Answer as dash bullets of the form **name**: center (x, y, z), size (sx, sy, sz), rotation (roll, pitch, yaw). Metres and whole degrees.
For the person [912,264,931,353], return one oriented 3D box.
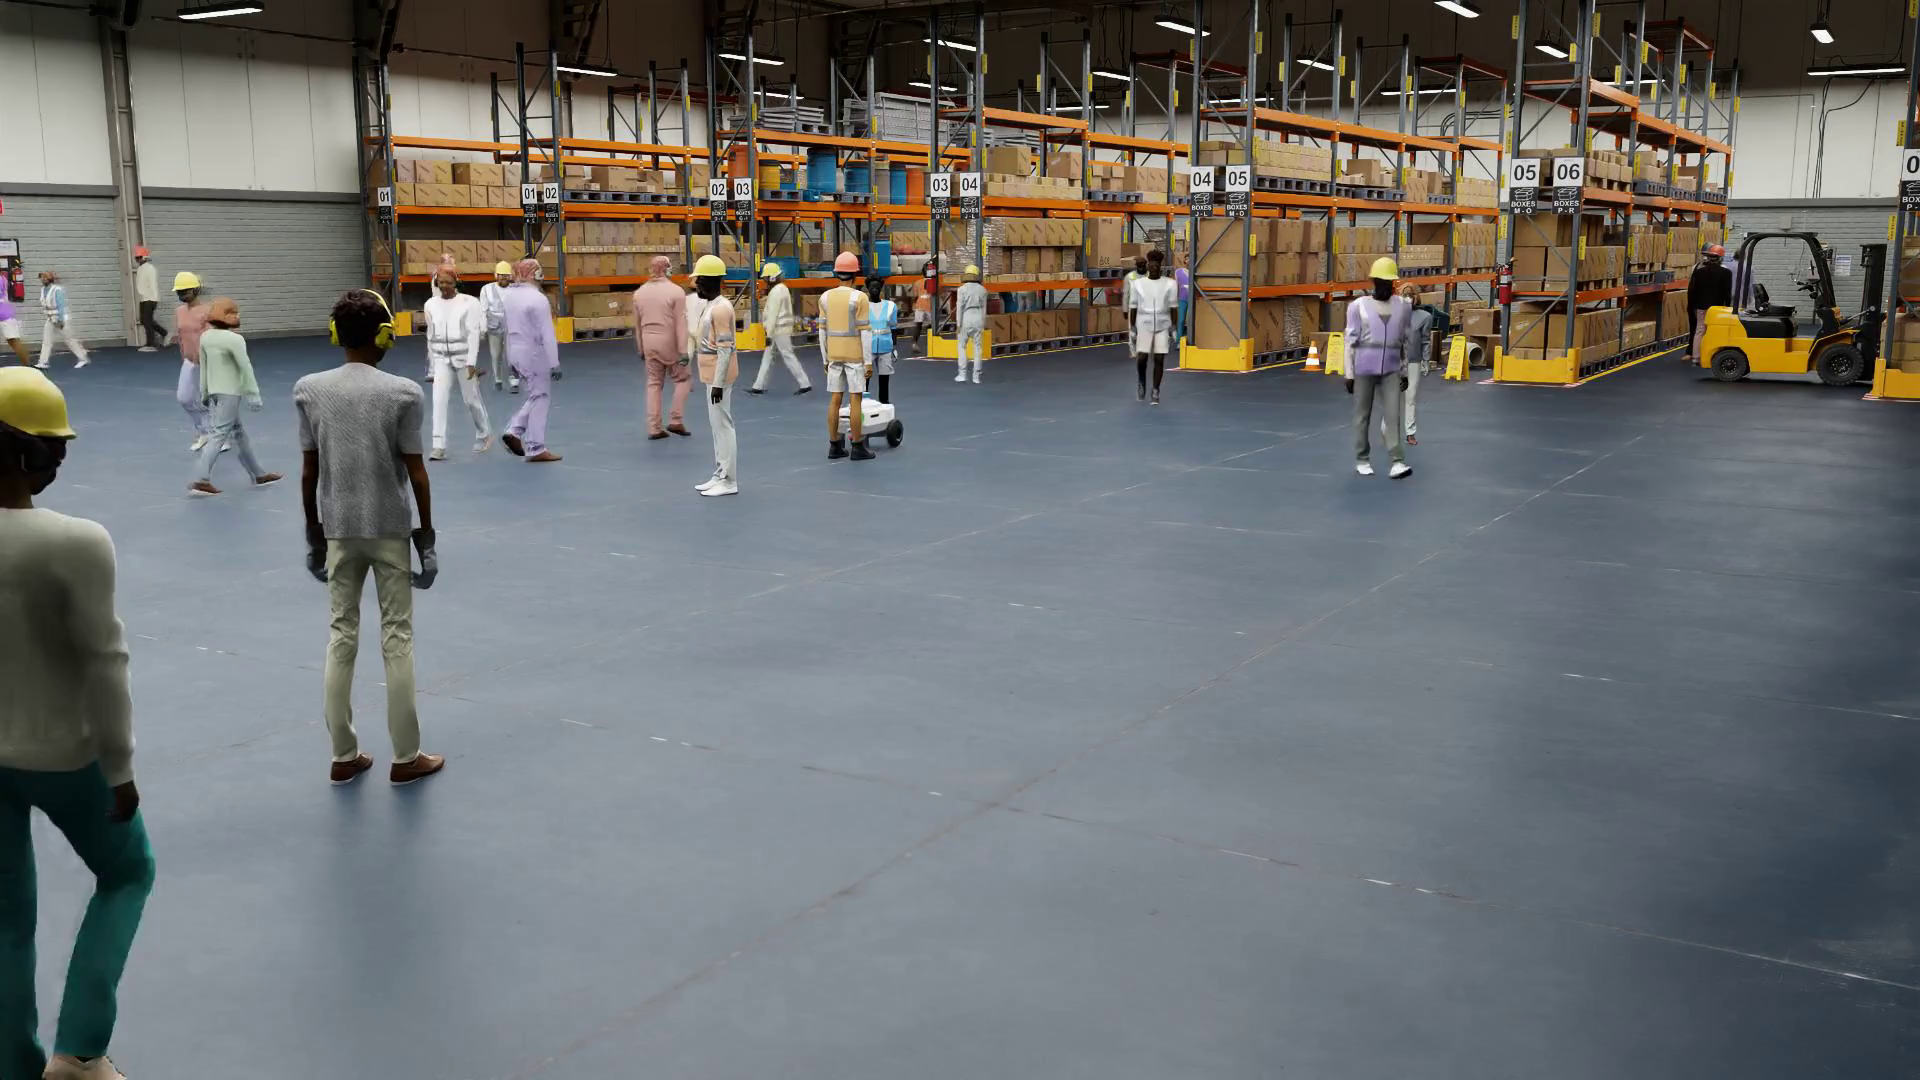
- **person**: center (-0.649, -4.286, 30.800), size (0.540, 1.650, 0.904), rotation (5, 11, 24)

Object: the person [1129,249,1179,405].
- **person**: center (2.430, -2.661, 20.843), size (0.615, 1.946, 0.411), rotation (1, 10, 4)

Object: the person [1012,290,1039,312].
- **person**: center (1.411, -5.234, 35.339), size (0.632, 1.920, 0.447), rotation (5, 11, 24)

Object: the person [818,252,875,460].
- **person**: center (-1.046, -1.713, 15.568), size (0.552, 1.938, 0.356), rotation (6, 12, 29)

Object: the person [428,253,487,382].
- **person**: center (-7.415, -3.250, 24.384), size (0.946, 1.862, 0.670), rotation (-4, 11, -23)

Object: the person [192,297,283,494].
- **person**: center (-5.954, -1.179, 13.563), size (0.521, 1.583, 0.875), rotation (7, 12, 33)

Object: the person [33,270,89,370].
- **person**: center (-14.511, -3.531, 26.730), size (0.549, 1.591, 0.879), rotation (5, 11, 24)

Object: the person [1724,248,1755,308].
- **person**: center (16.247, -5.140, 34.829), size (0.641, 1.926, 0.561), rotation (5, 11, 26)

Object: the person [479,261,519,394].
- **person**: center (-6.228, -2.895, 22.640), size (0.599, 1.790, 0.937), rotation (-3, 11, -17)

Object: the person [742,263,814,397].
- **person**: center (-2.379, -2.760, 21.916), size (0.968, 1.773, 0.598), rotation (0, 10, 0)

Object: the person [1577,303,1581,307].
- **person**: center (12.011, -4.848, 32.919), size (0.631, 2.004, 0.940), rotation (8, 13, 40)

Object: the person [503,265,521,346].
- **person**: center (-8.634, -4.593, 32.651), size (0.852, 1.600, 0.511), rotation (-5, 11, -24)

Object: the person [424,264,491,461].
- **person**: center (-4.791, -1.700, 15.813), size (0.563, 1.851, 0.968), rotation (1, 10, 5)

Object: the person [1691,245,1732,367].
- **person**: center (12.233, -3.788, 27.062), size (0.618, 1.991, 0.402), rotation (10, 14, 44)

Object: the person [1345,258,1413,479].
- **person**: center (3.615, -1.455, 14.243), size (0.618, 1.885, 0.940), rotation (-1, 10, -5)

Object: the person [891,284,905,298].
- **person**: center (-1.774, -7.415, 47.664), size (0.653, 1.889, 0.382), rotation (-1, 10, -8)

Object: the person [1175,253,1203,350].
- **person**: center (4.335, -4.508, 31.482), size (0.564, 1.846, 0.390), rotation (1, 10, 6)

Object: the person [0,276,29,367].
- **person**: center (-14.406, -3.324, 24.766), size (0.563, 1.874, 1.020), rotation (8, 13, 37)

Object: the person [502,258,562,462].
- **person**: center (-3.952, -1.662, 15.442), size (0.447, 1.883, 0.668), rotation (-8, 13, -38)

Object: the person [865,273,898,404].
- **person**: center (-0.935, -2.080, 18.302), size (0.540, 1.695, 0.317), rotation (-3, 10, -15)

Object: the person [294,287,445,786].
- **person**: center (-2.203, -0.001, 6.213), size (0.509, 1.861, 0.312), rotation (0, 10, 2)

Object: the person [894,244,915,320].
- **person**: center (-1.505, -6.723, 43.465), size (0.619, 2.011, 0.976), rotation (5, 11, 25)

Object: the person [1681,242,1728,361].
- **person**: center (12.698, -4.051, 28.379), size (0.536, 2.000, 0.672), rotation (-8, 13, -39)

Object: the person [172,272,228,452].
- **person**: center (-7.303, -1.695, 15.982), size (0.540, 1.749, 0.427), rotation (3, 11, 19)

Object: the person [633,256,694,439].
- **person**: center (-3.041, -1.989, 17.249), size (0.684, 1.884, 0.557), rotation (5, 11, 26)

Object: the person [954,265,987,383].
- **person**: center (0.173, -3.147, 24.257), size (0.503, 1.709, 0.603), rotation (-4, 11, -20)

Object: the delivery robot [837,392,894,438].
- **delivery robot**: center (-0.933, -1.214, 16.391), size (0.477, 0.478, 0.707), rotation (5, 11, 24)

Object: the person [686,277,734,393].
- **person**: center (-3.519, -2.804, 22.649), size (0.882, 1.576, 0.513), rotation (-10, 14, -43)

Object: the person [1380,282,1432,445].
- **person**: center (4.482, -1.773, 16.760), size (0.498, 1.634, 0.283), rotation (2, 10, 11)

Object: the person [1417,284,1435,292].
- **person**: center (11.363, -6.187, 40.871), size (0.921, 1.852, 0.719), rotation (-6, 12, -30)

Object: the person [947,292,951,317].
- **person**: center (-0.132, -7.029, 45.614), size (0.561, 1.837, 0.846), rotation (6, 12, 30)

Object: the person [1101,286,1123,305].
- **person**: center (3.700, -6.088, 40.621), size (0.525, 1.745, 0.670), rotation (3, 11, 18)

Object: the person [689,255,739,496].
- **person**: center (-1.969, -1.315, 13.370), size (0.369, 1.928, 0.586), rotation (-3, 10, -14)

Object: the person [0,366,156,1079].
- **person**: center (-2.110, 0.487, 3.786), size (0.548, 1.750, 0.389), rotation (1, 10, 4)

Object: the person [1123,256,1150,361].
- **person**: center (3.136, -4.035, 28.975), size (0.624, 1.810, 0.904), rotation (0, 10, -1)

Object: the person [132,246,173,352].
- **person**: center (-15.201, -4.530, 31.268), size (0.622, 1.978, 0.639), rotation (9, 13, 40)
